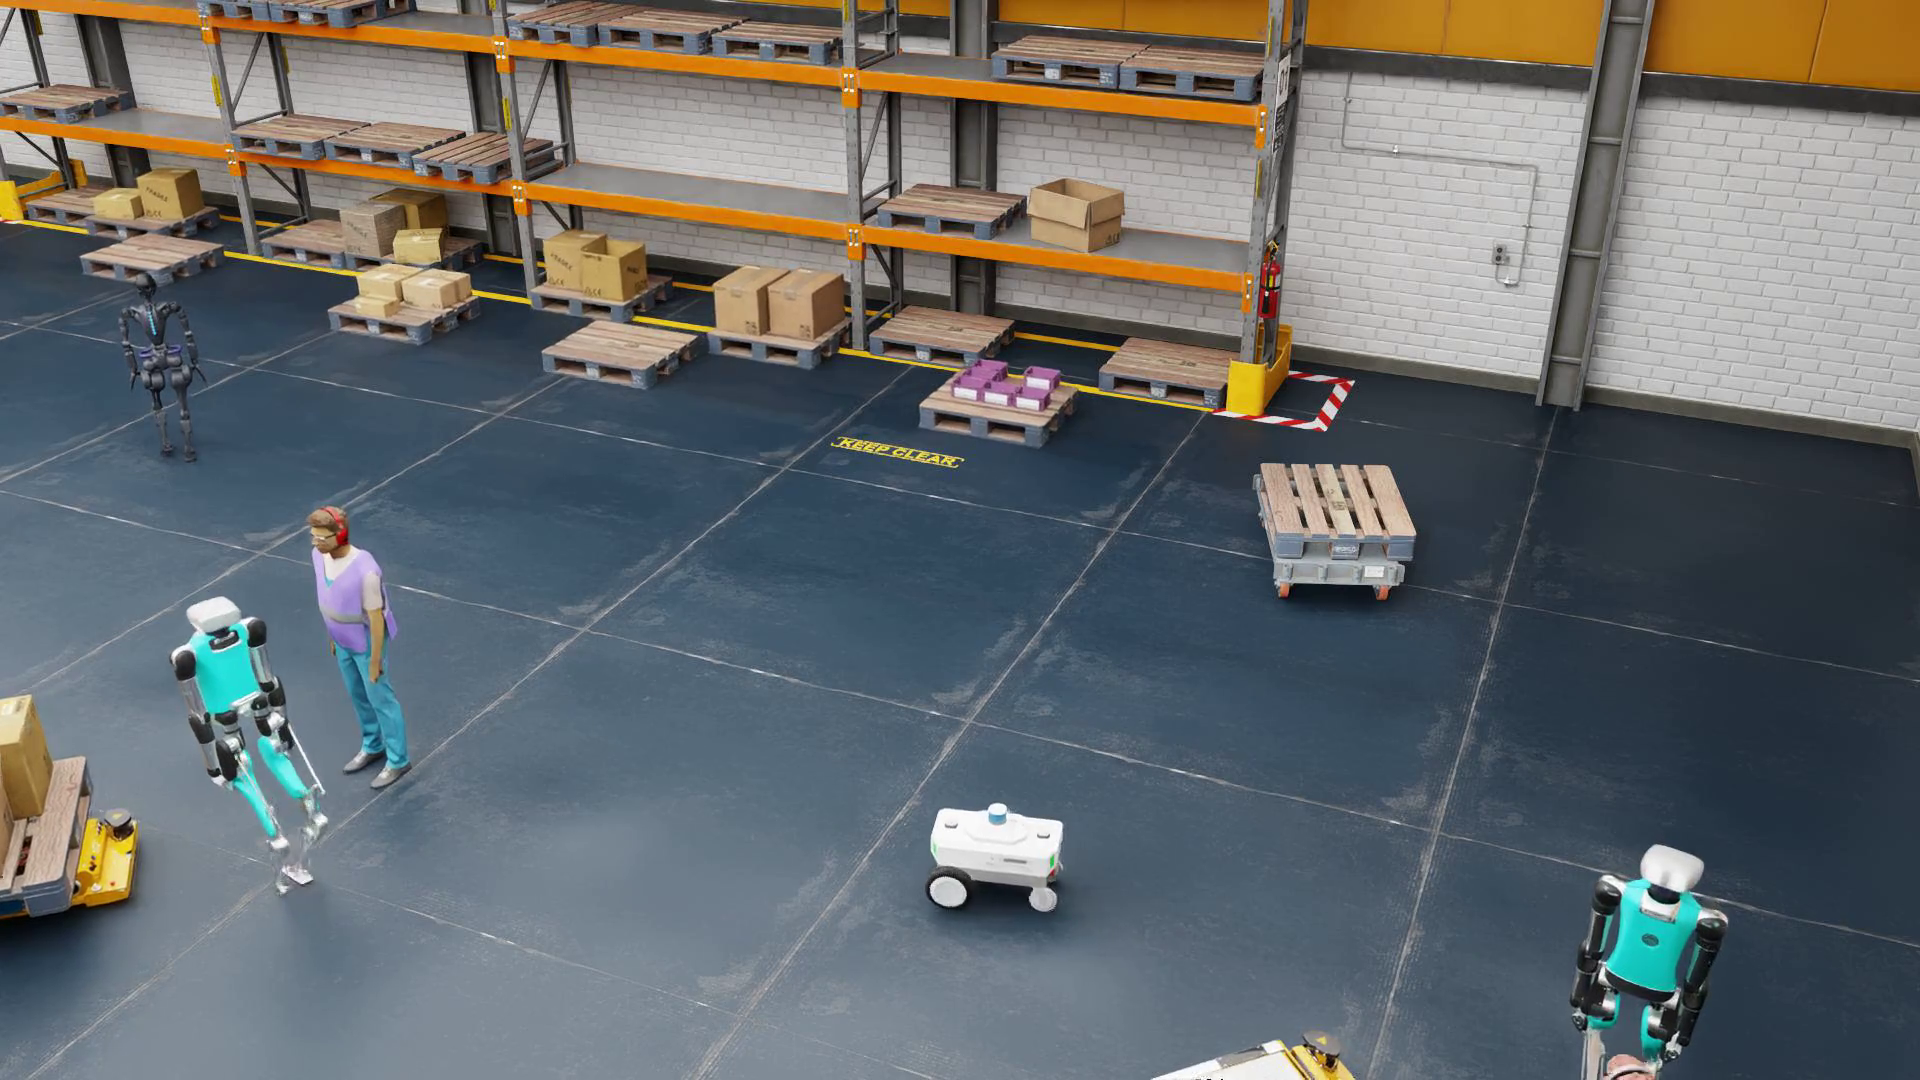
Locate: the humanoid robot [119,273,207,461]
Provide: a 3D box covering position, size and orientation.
[{"bbox_3d":[-6.842,-1.495,14.298,0.611,1.643,0.472,-12,30,-22],"label":"humanoid robot"}]

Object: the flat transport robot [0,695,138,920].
[{"bbox_3d":[-5.400,1.889,9.269,1.431,0.231,0.659,-9,29,-17],"label":"flat transport robot"}]

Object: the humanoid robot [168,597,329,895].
[{"bbox_3d":[-3.754,1.188,9.028,0.759,1.767,0.533,18,32,31],"label":"humanoid robot"}]

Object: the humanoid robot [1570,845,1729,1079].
[{"bbox_3d":[3.019,2.031,7.403,0.542,1.810,0.657,15,31,26],"label":"humanoid robot"}]

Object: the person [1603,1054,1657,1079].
[{"bbox_3d":[2.364,2.644,6.046,0.692,1.880,0.434,8,28,16],"label":"person"}]

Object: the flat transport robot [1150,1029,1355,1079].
[{"bbox_3d":[1.245,2.718,7.661,1.431,0.231,0.659,-10,29,-19],"label":"flat transport robot"}]

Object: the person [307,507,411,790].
[{"bbox_3d":[-3.613,0.624,10.014,0.559,1.838,0.405,19,33,32],"label":"person"}]

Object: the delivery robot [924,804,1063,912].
[{"bbox_3d":[0.184,1.744,9.258,0.812,0.614,0.499,5,28,9],"label":"delivery robot"}]
